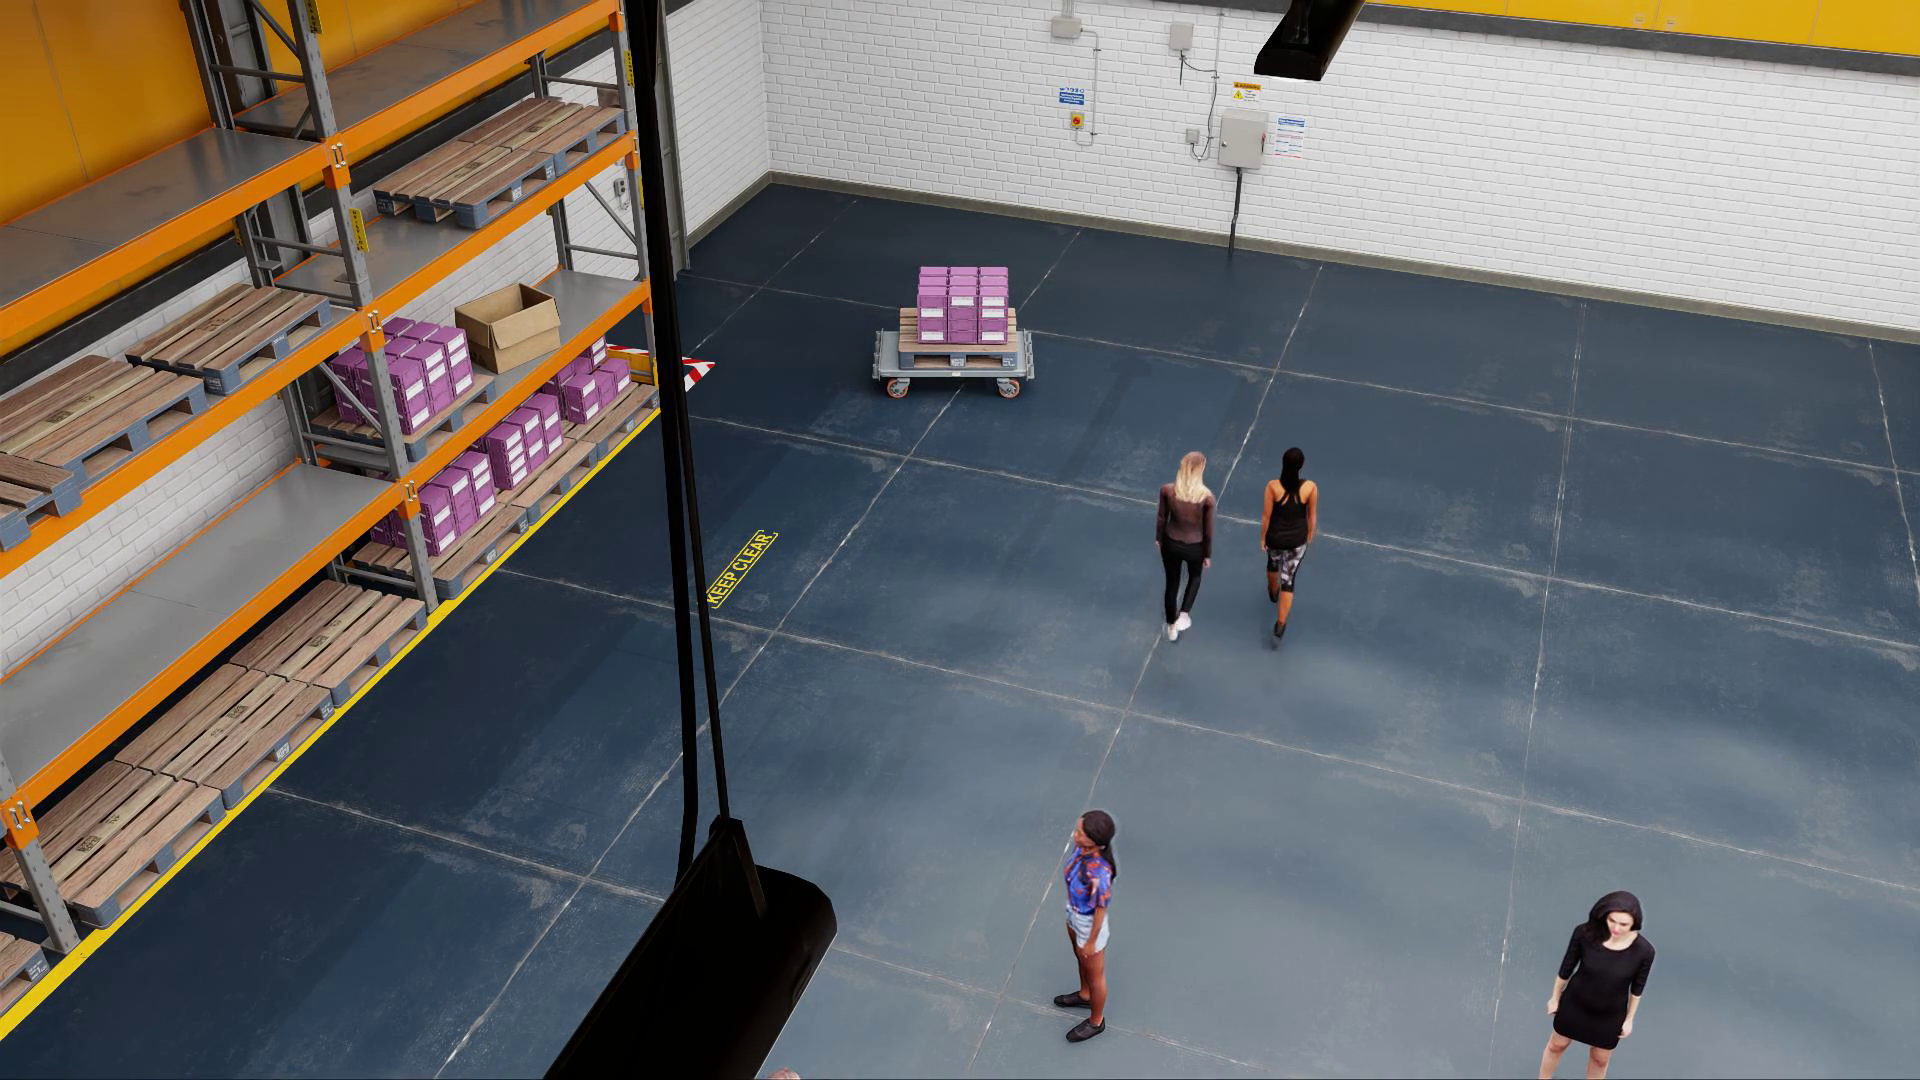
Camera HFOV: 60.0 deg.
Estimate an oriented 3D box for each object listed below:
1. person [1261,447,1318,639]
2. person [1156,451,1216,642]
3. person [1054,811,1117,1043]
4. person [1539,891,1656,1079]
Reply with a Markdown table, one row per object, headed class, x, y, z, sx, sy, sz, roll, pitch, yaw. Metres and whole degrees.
| class | x | y | z | sx | sy | sz | roll | pitch | yaw |
| --- | --- | --- | --- | --- | --- | --- | --- | --- | --- |
| person | 2.630 | 0.027 | 13.358 | 0.734 | 1.623 | 1.147 | 5 | 34 | 7 |
| person | 1.753 | 0.104 | 13.179 | 0.637 | 1.693 | 0.563 | 10 | 35 | 15 |
| person | 0.761 | 2.270 | 9.874 | 0.728 | 1.742 | 0.622 | -7 | 34 | -10 |
| person | 3.530 | 2.628 | 9.279 | 0.619 | 1.805 | 0.507 | 15 | 37 | 22 |
